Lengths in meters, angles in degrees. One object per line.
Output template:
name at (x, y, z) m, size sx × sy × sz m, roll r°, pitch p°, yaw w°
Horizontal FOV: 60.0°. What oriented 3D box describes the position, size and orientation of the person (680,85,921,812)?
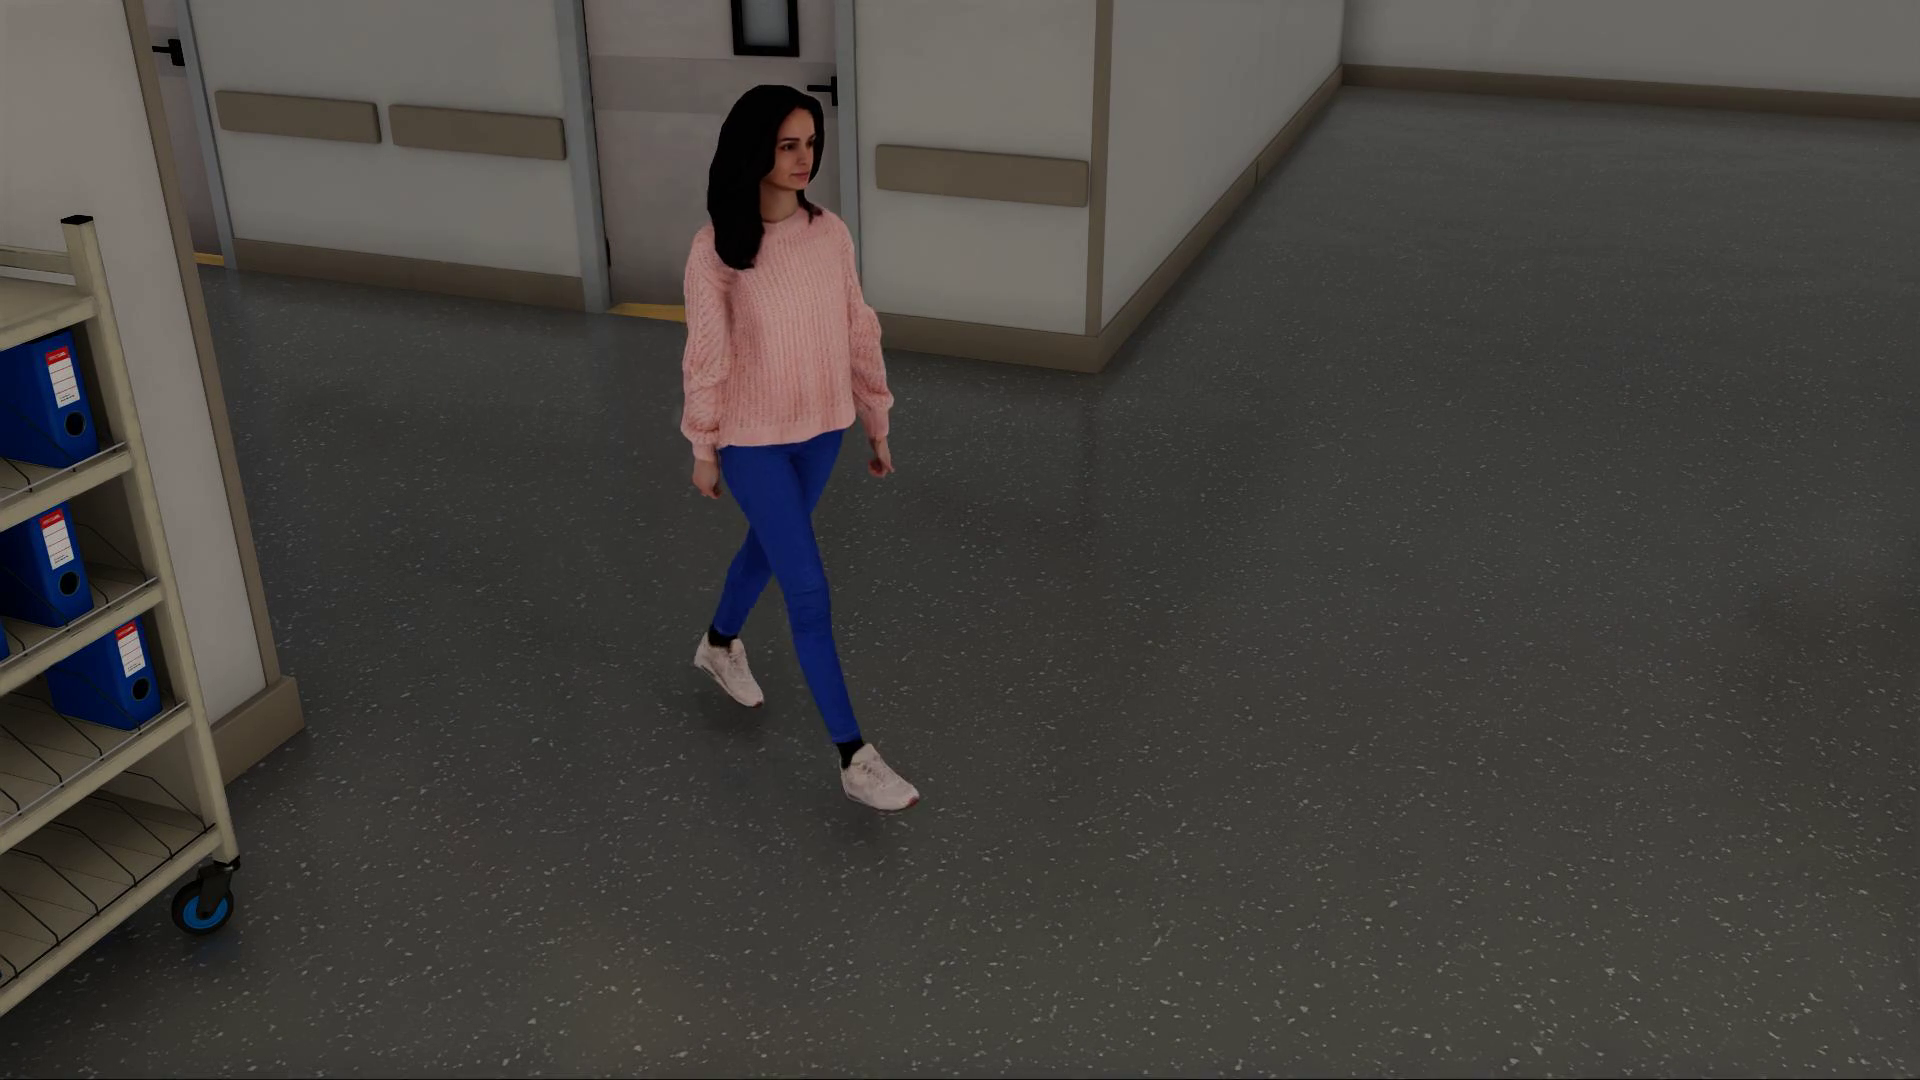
person at (-0.494, -0.231, 4.130) m, size 1.230 × 1.716 × 1.116 m, roll -20°, pitch 32°, yaw -36°
